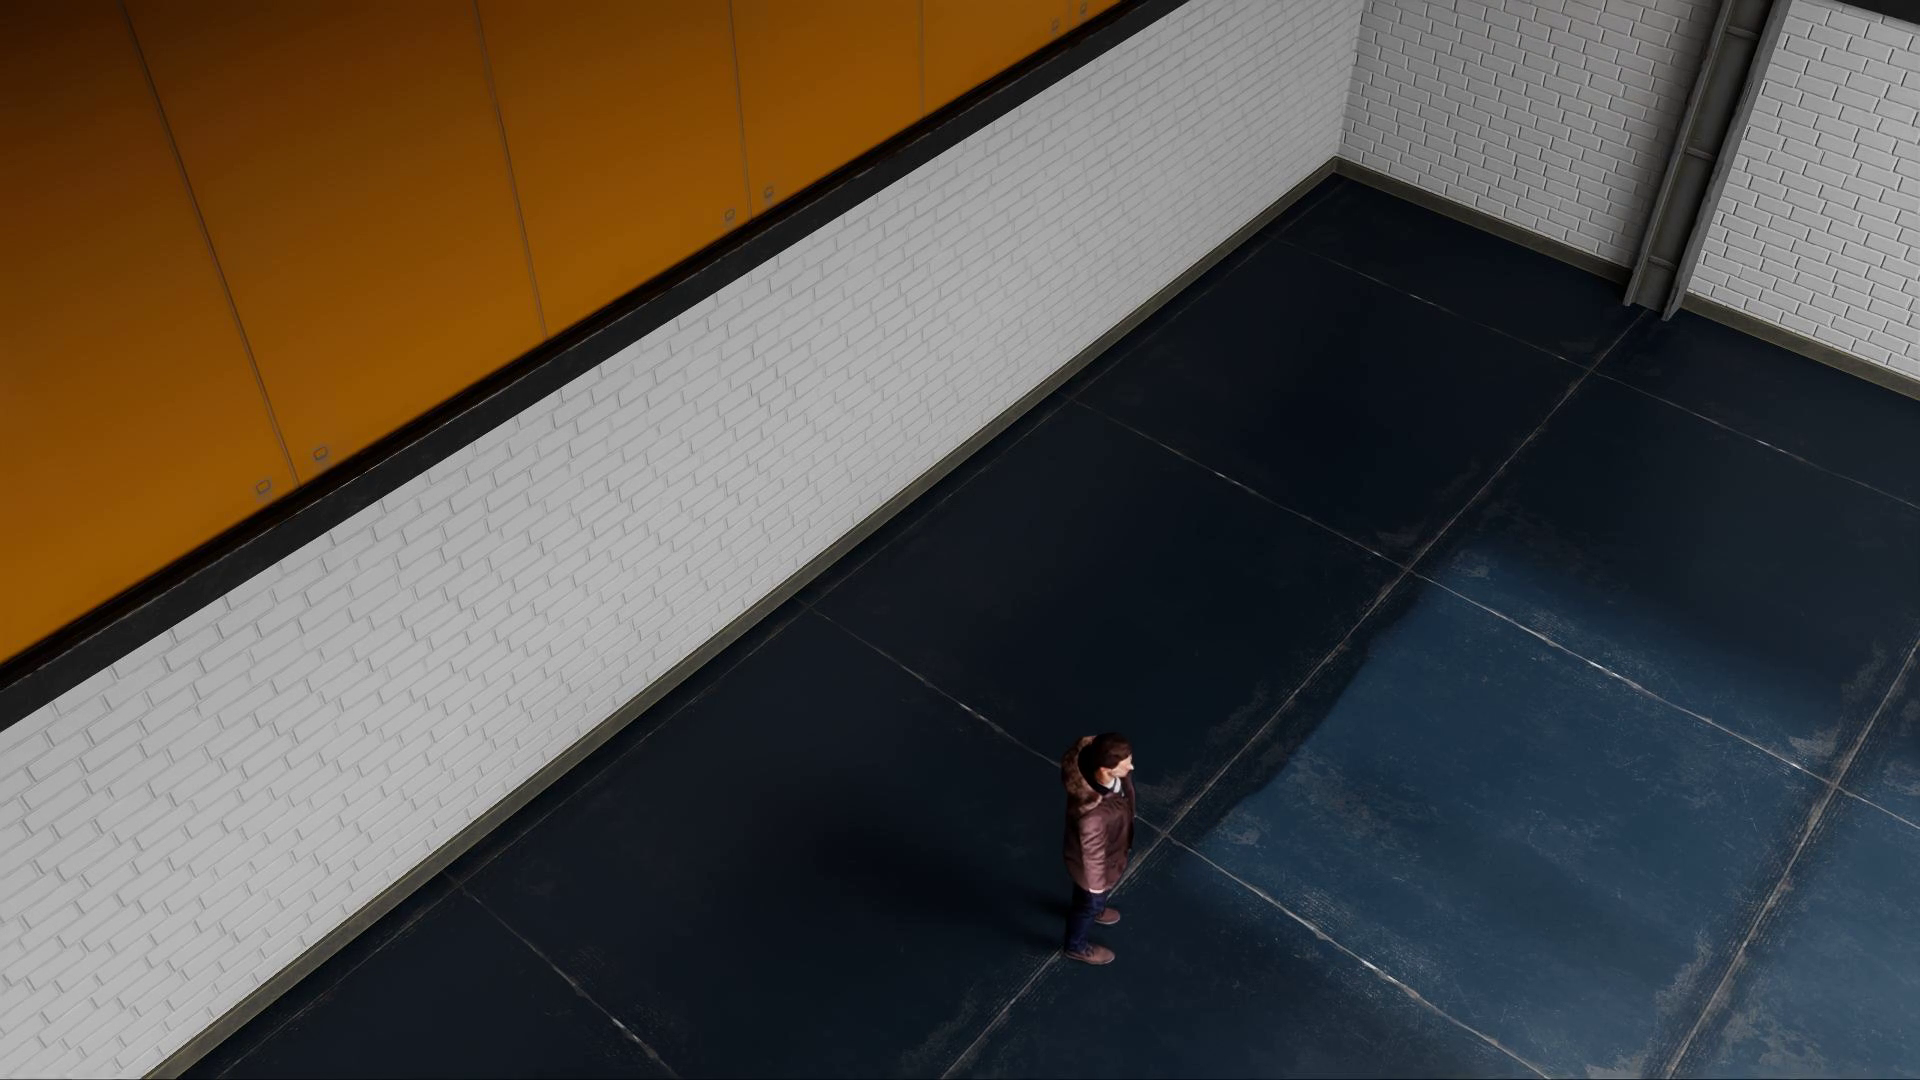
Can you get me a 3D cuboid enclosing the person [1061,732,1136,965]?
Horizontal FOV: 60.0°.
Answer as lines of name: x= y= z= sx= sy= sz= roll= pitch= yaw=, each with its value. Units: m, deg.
person: x=0.724 y=1.637 z=8.966 sx=0.849 sy=1.838 sz=0.859 roll=7 pitch=44 yaw=7
